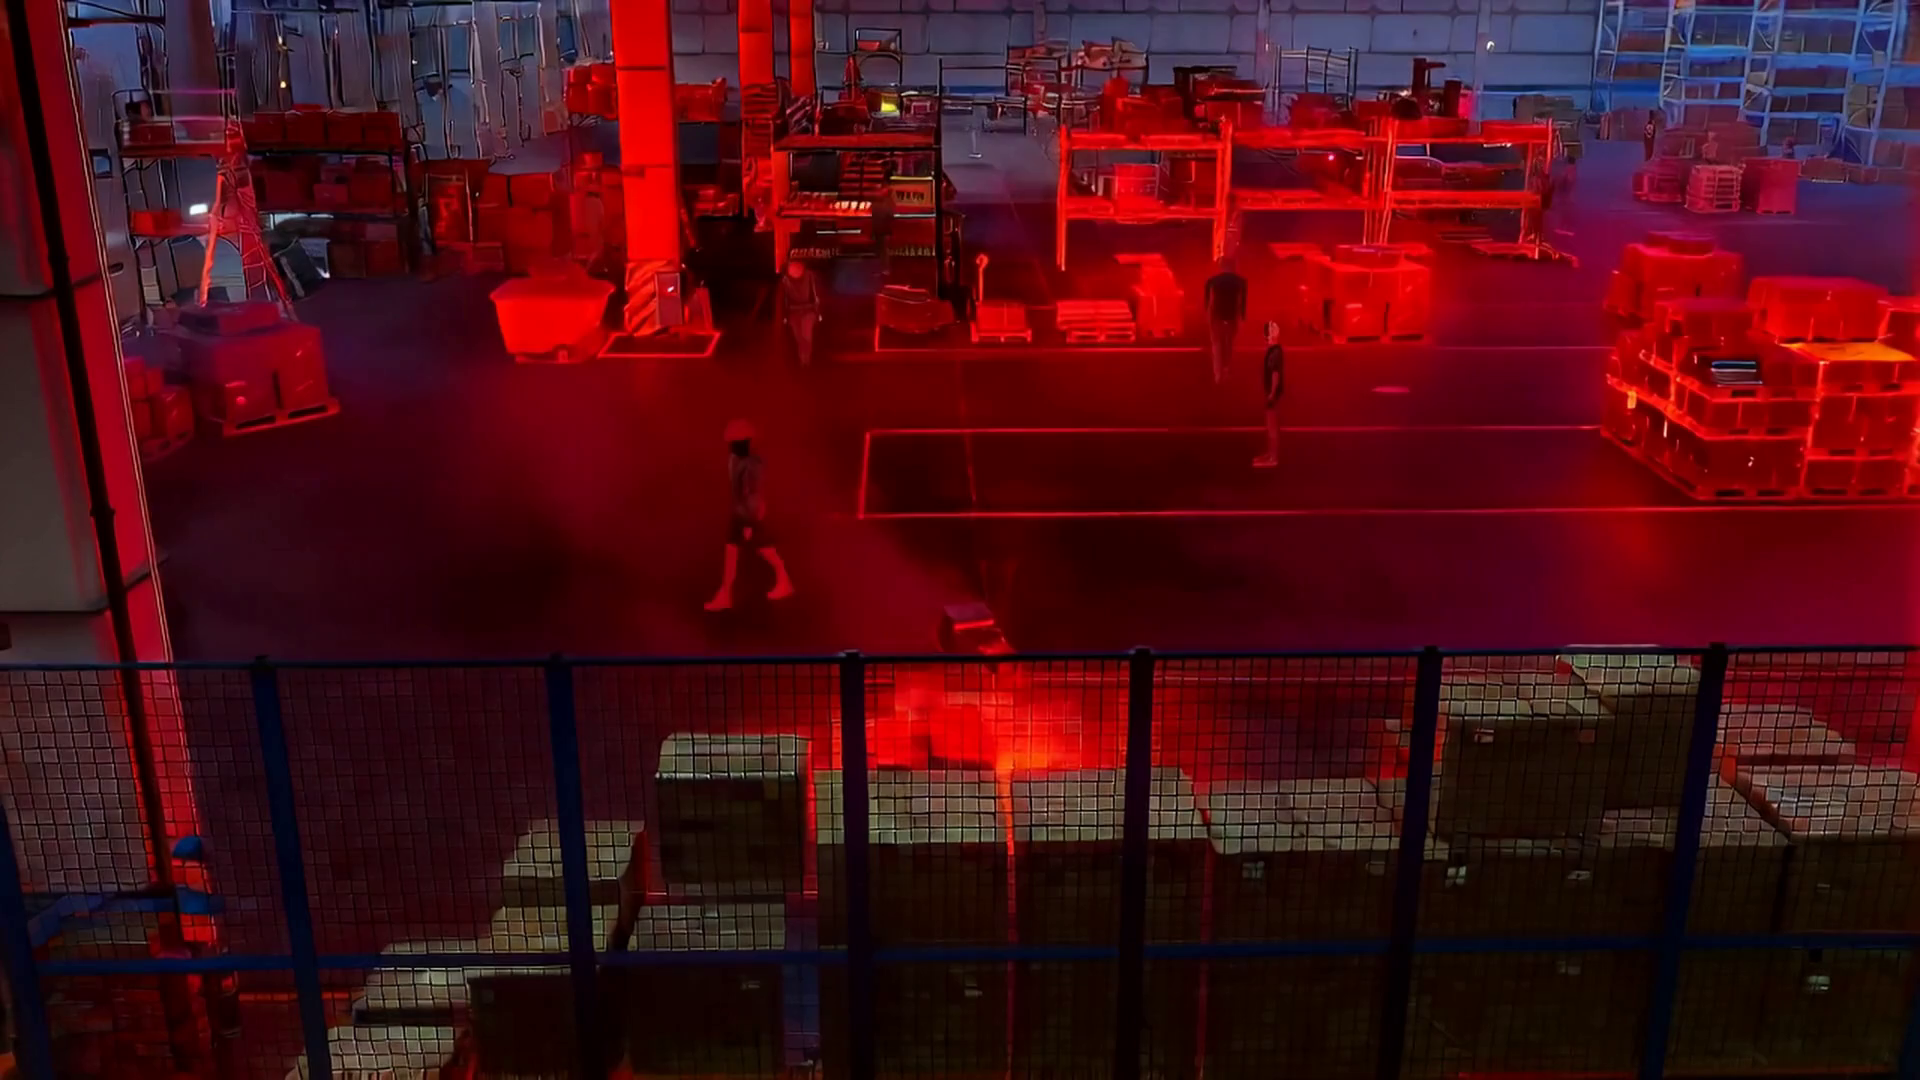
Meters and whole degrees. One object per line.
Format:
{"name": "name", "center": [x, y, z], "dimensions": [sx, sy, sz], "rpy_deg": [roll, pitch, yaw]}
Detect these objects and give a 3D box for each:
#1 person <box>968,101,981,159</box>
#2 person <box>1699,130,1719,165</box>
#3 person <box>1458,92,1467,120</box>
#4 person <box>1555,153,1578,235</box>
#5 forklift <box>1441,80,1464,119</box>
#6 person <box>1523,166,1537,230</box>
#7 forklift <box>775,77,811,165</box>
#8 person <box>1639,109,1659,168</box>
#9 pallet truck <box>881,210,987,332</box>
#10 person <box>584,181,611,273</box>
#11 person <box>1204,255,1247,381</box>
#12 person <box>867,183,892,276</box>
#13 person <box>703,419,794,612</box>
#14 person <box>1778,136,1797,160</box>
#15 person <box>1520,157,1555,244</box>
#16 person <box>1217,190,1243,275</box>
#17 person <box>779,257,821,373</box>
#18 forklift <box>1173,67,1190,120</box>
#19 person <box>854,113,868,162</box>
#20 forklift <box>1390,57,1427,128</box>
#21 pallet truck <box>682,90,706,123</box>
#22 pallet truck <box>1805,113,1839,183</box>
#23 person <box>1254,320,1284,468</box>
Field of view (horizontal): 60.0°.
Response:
{"name": "person", "center": [0.489, -14.096, 57.162], "dimensions": [0.373, 1.933, 0.623], "rpy_deg": [9, 20, 24]}
{"name": "person", "center": [22.036, -11.252, 49.092], "dimensions": [0.562, 1.675, 0.603], "rpy_deg": [-5, 19, -15]}
{"name": "person", "center": [18.488, -15.529, 61.385], "dimensions": [0.547, 1.942, 0.351], "rpy_deg": [-10, 21, -28]}
{"name": "person", "center": [14.627, -8.332, 40.042], "dimensions": [0.355, 1.936, 0.635], "rpy_deg": [-3, 19, -10]}
{"name": "forklift", "center": [15.644, -13.239, 53.146], "dimensions": [1.873, 2.768, 1.129], "rpy_deg": [-1, 19, -1]}
{"name": "person", "center": [14.133, -8.384, 40.686], "dimensions": [0.605, 1.618, 0.525], "rpy_deg": [3, 19, 10]}
{"name": "forklift", "center": [-5.920, -13.893, 55.085], "dimensions": [1.873, 2.768, 1.129], "rpy_deg": [-1, 19, -1]}
{"name": "person", "center": [22.432, -13.028, 54.019], "dimensions": [0.391, 1.912, 0.589], "rpy_deg": [-3, 19, -8]}
{"name": "pallet truck", "center": [-0.493, -4.759, 29.349], "dimensions": [1.885, 1.965, 0.823], "rpy_deg": [-13, 23, -34]}
{"name": "person", "center": [-7.603, -6.489, 34.627], "dimensions": [0.589, 1.911, 0.642], "rpy_deg": [15, 24, 38]}
{"name": "person", "center": [4.040, -3.382, 25.402], "dimensions": [0.629, 1.917, 0.883], "rpy_deg": [3, 19, 8]}
{"name": "person", "center": [-1.719, -6.430, 34.434], "dimensions": [0.652, 1.904, 0.606], "rpy_deg": [11, 22, 30]}
{"name": "person", "center": [-2.047, -0.261, 16.185], "dimensions": [0.986, 1.889, 0.565], "rpy_deg": [-14, 23, -36]}
{"name": "person", "center": [23.578, -10.688, 47.488], "dimensions": [0.311, 1.642, 0.513], "rpy_deg": [-14, 23, -35]}
{"name": "person", "center": [13.382, -7.871, 38.513], "dimensions": [0.685, 2.000, 1.008], "rpy_deg": [-9, 20, -24]}
{"name": "person", "center": [5.445, -6.093, 33.494], "dimensions": [0.424, 1.873, 0.600], "rpy_deg": [-8, 20, -23]}
{"name": "person", "center": [-2.520, -3.523, 25.987], "dimensions": [0.638, 1.799, 0.880], "rpy_deg": [3, 19, 9]}
{"name": "forklift", "center": [8.060, -15.894, 61.021], "dimensions": [1.873, 2.768, 1.129], "rpy_deg": [-4, 19, -11]}
{"name": "person", "center": [-3.241, -13.322, 55.266], "dimensions": [0.542, 1.662, 0.805], "rpy_deg": [7, 20, 20]}
{"name": "forklift", "center": [18.896, -18.497, 68.744], "dimensions": [1.873, 2.768, 1.129], "rpy_deg": [-1, 19, -1]}
{"name": "pallet truck", "center": [-9.671, -15.907, 62.421], "dimensions": [0.823, 1.965, 1.885], "rpy_deg": [5, 19, 15]}
{"name": "pallet truck", "center": [26.403, -11.957, 50.702], "dimensions": [0.823, 1.965, 1.885], "rpy_deg": [6, 19, 16]}
{"name": "person", "center": [3.889, -1.826, 20.855], "dimensions": [0.327, 1.865, 0.514], "rpy_deg": [4, 19, 12]}
